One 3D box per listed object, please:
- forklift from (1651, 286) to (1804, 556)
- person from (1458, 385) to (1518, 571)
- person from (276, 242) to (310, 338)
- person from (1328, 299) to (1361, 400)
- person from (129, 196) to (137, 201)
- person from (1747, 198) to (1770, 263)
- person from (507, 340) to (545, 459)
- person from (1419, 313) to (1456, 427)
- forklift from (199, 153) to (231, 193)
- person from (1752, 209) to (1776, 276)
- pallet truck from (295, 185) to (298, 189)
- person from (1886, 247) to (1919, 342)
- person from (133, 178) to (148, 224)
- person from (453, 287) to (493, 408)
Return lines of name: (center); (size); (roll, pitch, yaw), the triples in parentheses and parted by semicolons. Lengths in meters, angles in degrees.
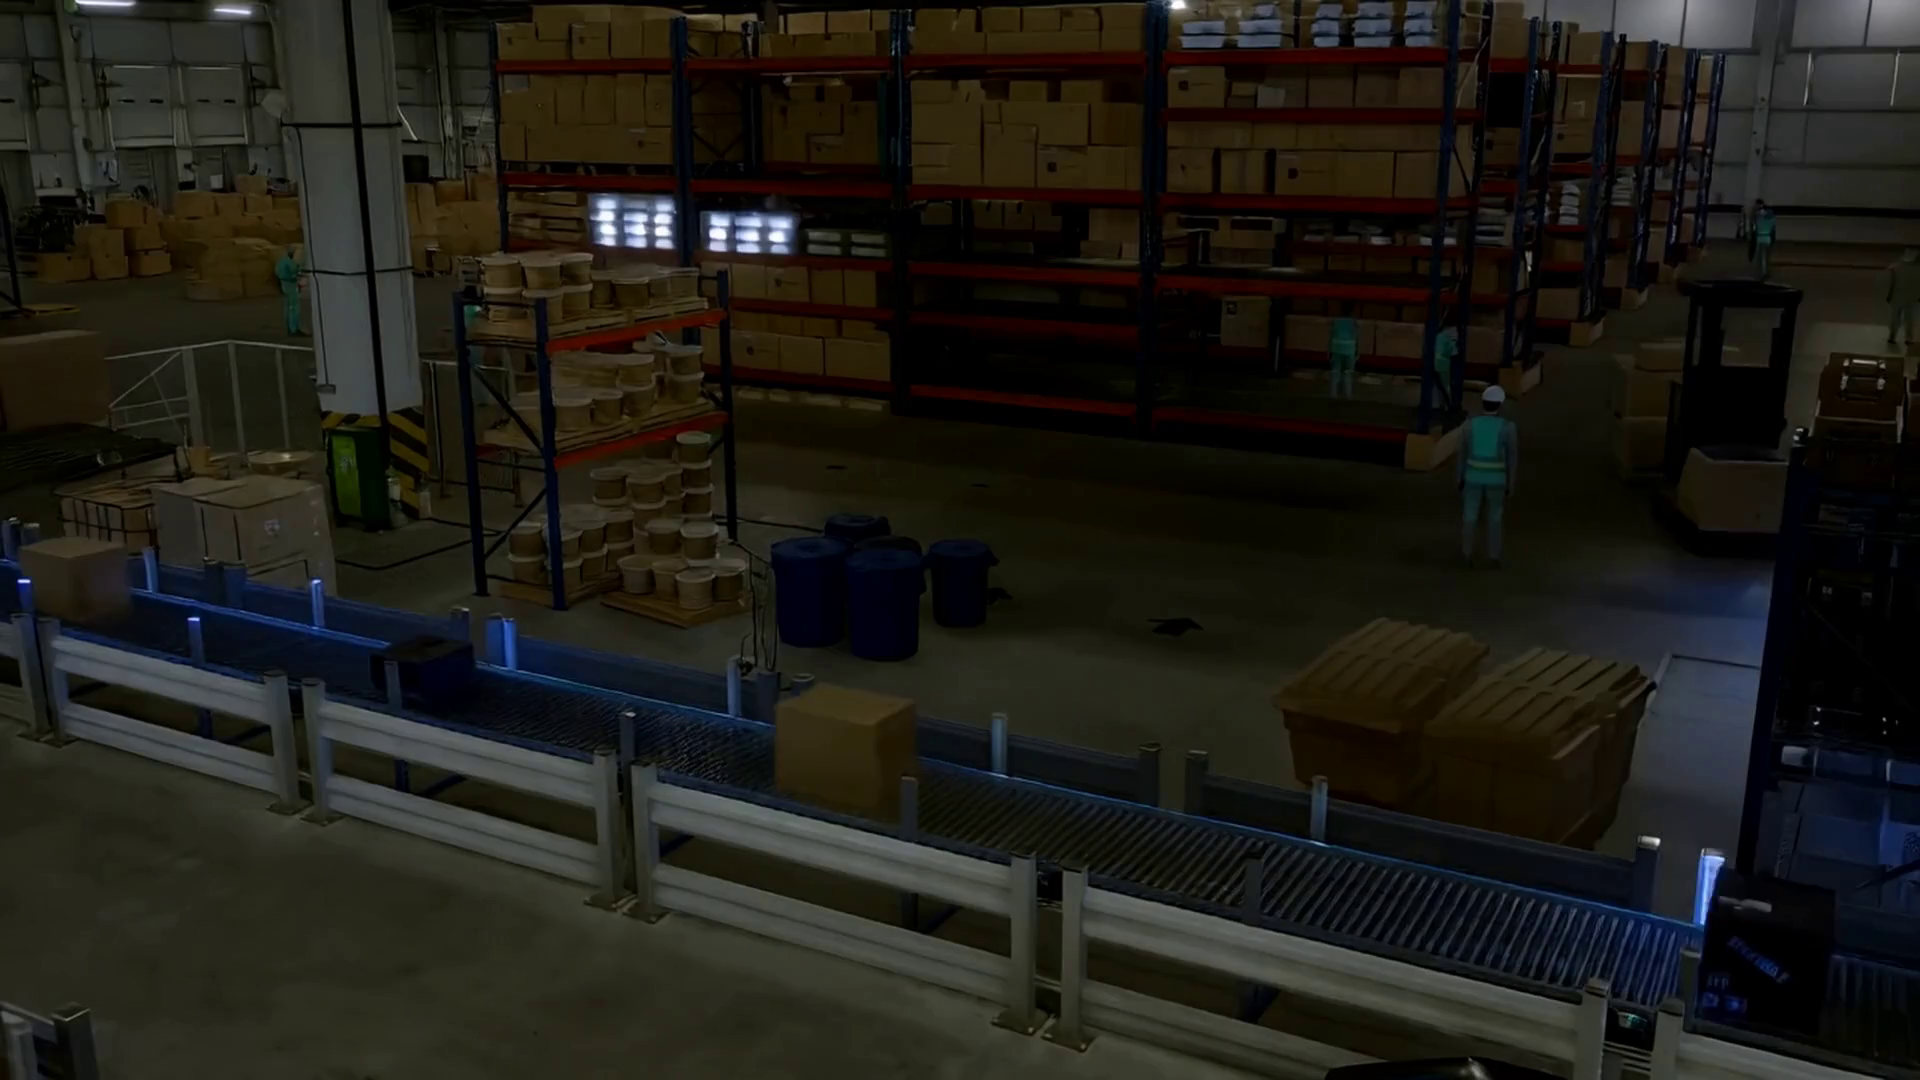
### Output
forklift: (8.557, -1.378, 18.280); (1.129, 2.768, 1.873); (2, 15, 9)
person: (5.485, -0.642, 17.314); (0.601, 1.941, 0.395); (8, 17, 28)
person: (-13.712, -5.120, 34.110); (0.602, 1.960, 0.368); (8, 17, 28)
person: (6.166, -3.014, 26.703); (0.532, 1.694, 0.319); (8, 17, 28)
person: (-24.881, -9.397, 50.232); (0.629, 1.940, 0.373); (8, 17, 28)
person: (23.804, -9.220, 49.611); (0.591, 1.915, 0.393); (8, 17, 28)
person: (-5.884, -2.067, 22.690); (0.542, 1.931, 0.366); (8, 17, 28)
person: (7.157, -2.550, 24.976); (0.574, 1.688, 0.324); (9, 18, 32)
forklift: (-27.440, -12.865, 61.464); (1.873, 2.768, 1.129); (8, 17, 28)
person: (22.201, -8.218, 45.973); (0.564, 1.846, 0.390); (8, 17, 28)
pallet truck: (-26.804, -14.617, 69.738); (1.885, 1.965, 0.823); (-14, 20, -42)
person: (19.117, -4.964, 33.641); (0.648, 1.904, 0.403); (8, 17, 28)
person: (-30.697, -12.607, 62.397); (0.573, 1.887, 0.356); (8, 17, 28)
person: (-7.777, -3.061, 26.472); (0.606, 1.913, 0.388); (8, 17, 28)
